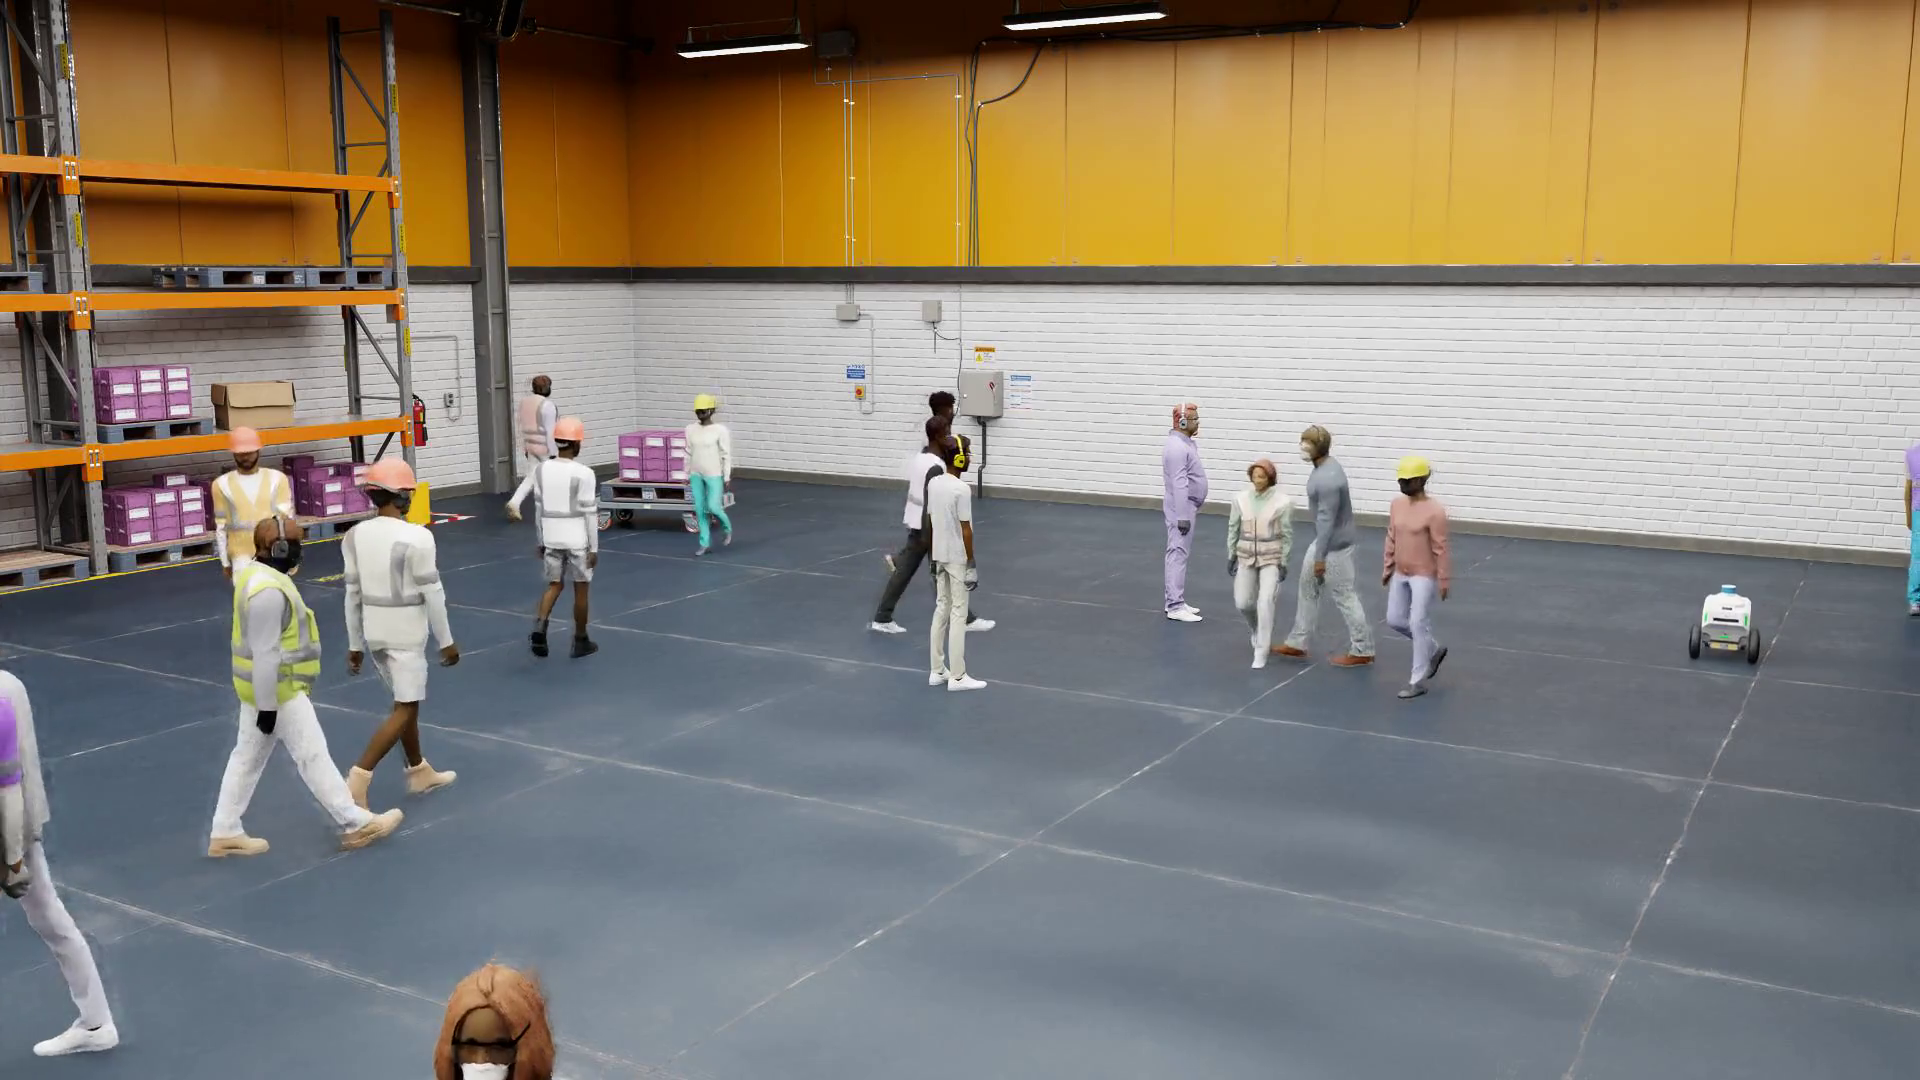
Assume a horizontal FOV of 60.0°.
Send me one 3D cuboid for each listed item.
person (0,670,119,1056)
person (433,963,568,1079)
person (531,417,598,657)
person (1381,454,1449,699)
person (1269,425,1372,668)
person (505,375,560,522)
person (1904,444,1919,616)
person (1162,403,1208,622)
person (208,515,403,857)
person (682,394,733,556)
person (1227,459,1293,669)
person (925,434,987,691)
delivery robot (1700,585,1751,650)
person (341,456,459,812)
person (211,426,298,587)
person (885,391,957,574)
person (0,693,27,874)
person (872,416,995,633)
[{"bbox_3d":[-3.742,1.120,6.295,0.961,1.816,0.541,-2,9,-14],"label":"person"},{"bbox_3d":[-0.947,1.660,3.571,0.504,1.619,0.477,0,9,2],"label":"person"},{"bbox_3d":[-3.086,0.001,12.974,0.563,1.923,0.650,3,9,17],"label":"person"},{"bbox_3d":[3.325,0.247,11.980,0.537,1.746,0.564,-5,10,-28],"label":"person"},{"bbox_3d":[2.759,0.060,12.748,0.910,1.884,0.642,1,9,6],"label":"person"},{"bbox_3d":[-5.133,-1.098,20.190,0.637,1.821,0.799,7,12,38],"label":"person"},{"bbox_3d":[8.778,-0.255,14.963,0.562,1.810,0.937,6,11,32],"label":"person"},{"bbox_3d":[1.967,-0.250,14.596,0.410,1.909,0.643,1,9,6],"label":"person"},{"bbox_3d":[-3.492,0.762,8.669,0.971,1.788,0.640,-5,10,-27],"label":"person"},{"bbox_3d":[-2.713,-0.708,17.944,0.530,1.754,0.457,4,10,21],"label":"person"},{"bbox_3d":[2.350,0.164,12.928,0.518,1.622,0.548,5,10,29],"label":"person"},{"bbox_3d":[-0.043,0.162,12.147,0.313,1.869,0.538,-7,11,-35],"label":"person"},{"bbox_3d":[6.087,0.601,13.201,0.477,0.478,0.707,4,10,25],"label":"delivery robot"},{"bbox_3d":[-3.213,0.543,9.320,0.607,2.017,0.937,5,10,29],"label":"person"},{"bbox_3d":[-5.363,0.065,12.647,0.545,1.907,0.914,-5,10,-28],"label":"person"},{"bbox_3d":[-0.304,-0.456,15.807,0.755,1.944,0.602,1,9,3],"label":"person"},{"bbox_3d":[-3.640,1.132,5.971,0.549,1.901,0.510,-2,9,-11],"label":"person"},{"bbox_3d":[-0.265,-0.120,13.982,1.051,1.864,0.589,-3,10,-17],"label":"person"}]
